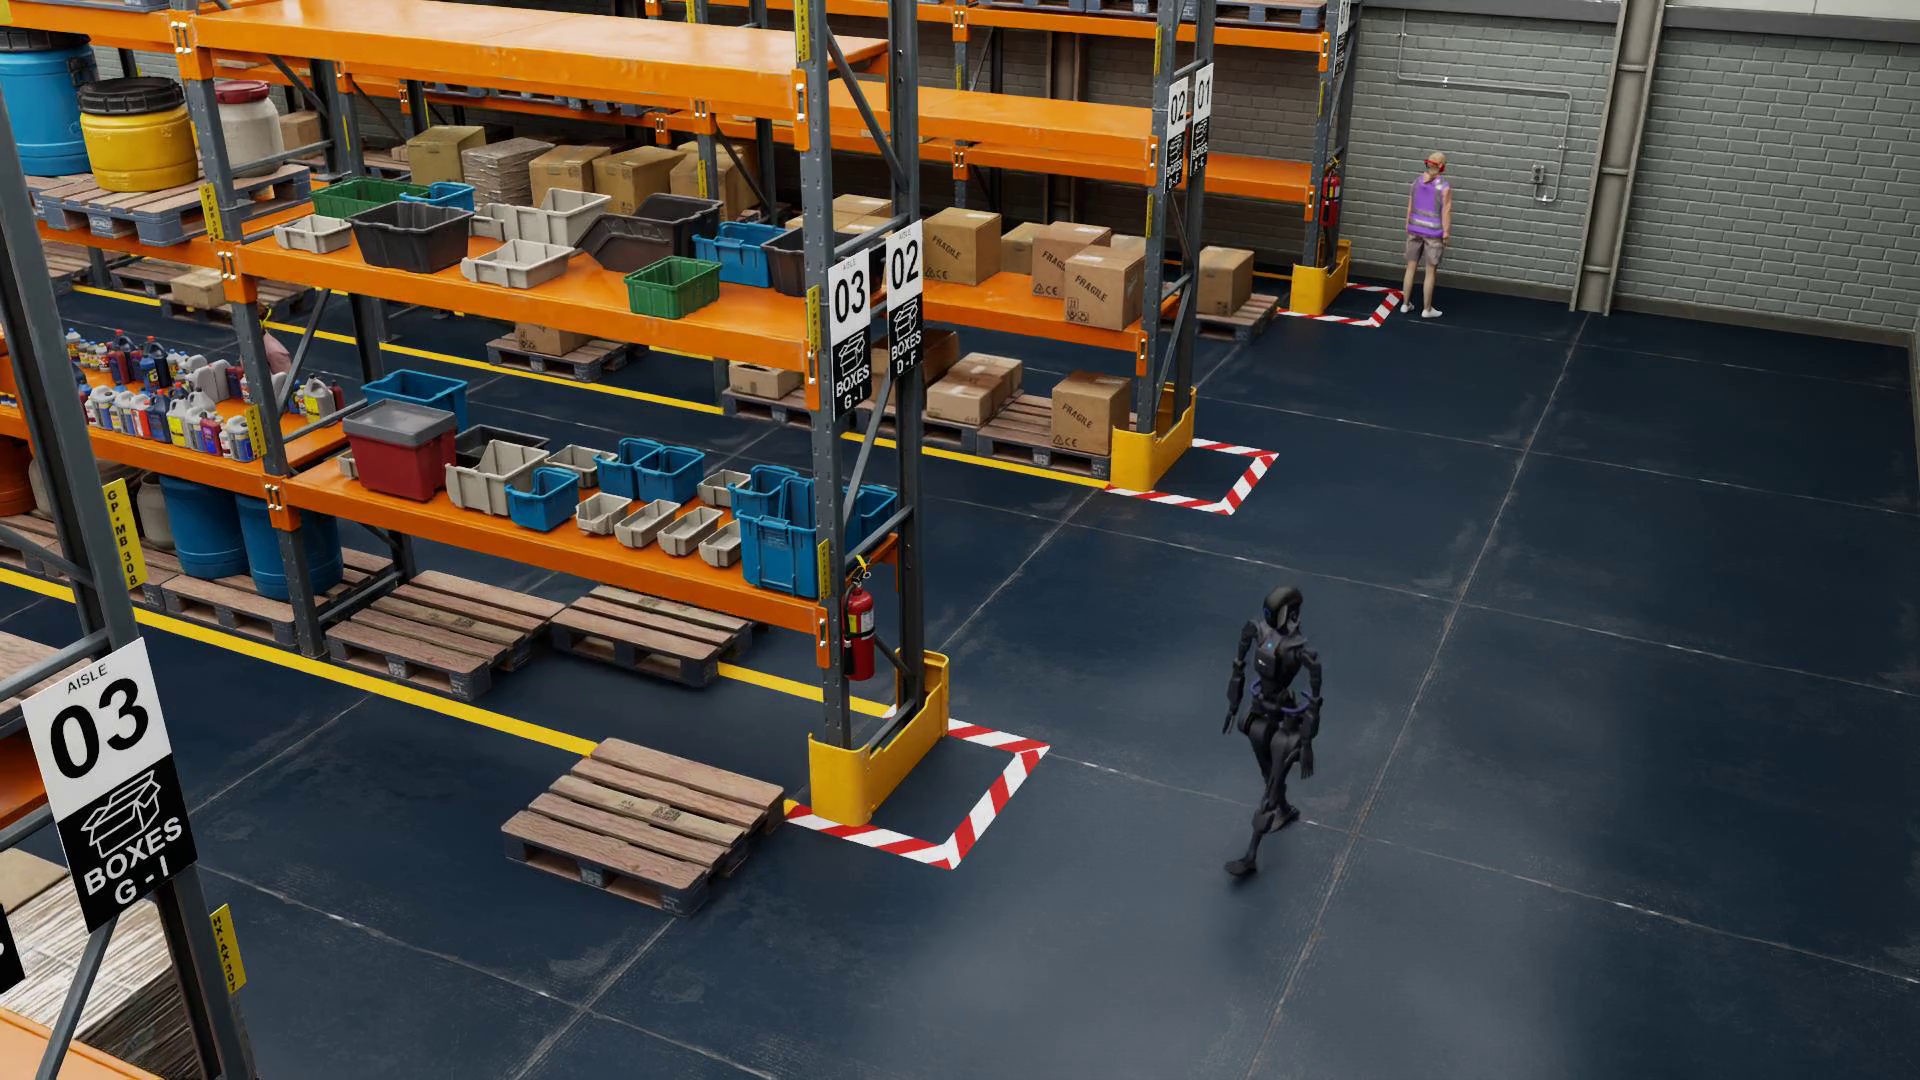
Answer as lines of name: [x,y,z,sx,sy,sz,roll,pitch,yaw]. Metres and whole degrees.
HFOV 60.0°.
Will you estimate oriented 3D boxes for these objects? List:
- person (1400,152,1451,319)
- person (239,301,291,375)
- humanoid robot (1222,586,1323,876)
person: [4.769,-3.109,16.992,0.347,1.694,0.479,-23,34,-38]
person: [-5.147,-0.932,12.464,0.537,1.800,0.330,17,31,31]
humanoid robot: [1.641,0.964,8.817,0.791,1.620,0.610,-22,34,-37]
